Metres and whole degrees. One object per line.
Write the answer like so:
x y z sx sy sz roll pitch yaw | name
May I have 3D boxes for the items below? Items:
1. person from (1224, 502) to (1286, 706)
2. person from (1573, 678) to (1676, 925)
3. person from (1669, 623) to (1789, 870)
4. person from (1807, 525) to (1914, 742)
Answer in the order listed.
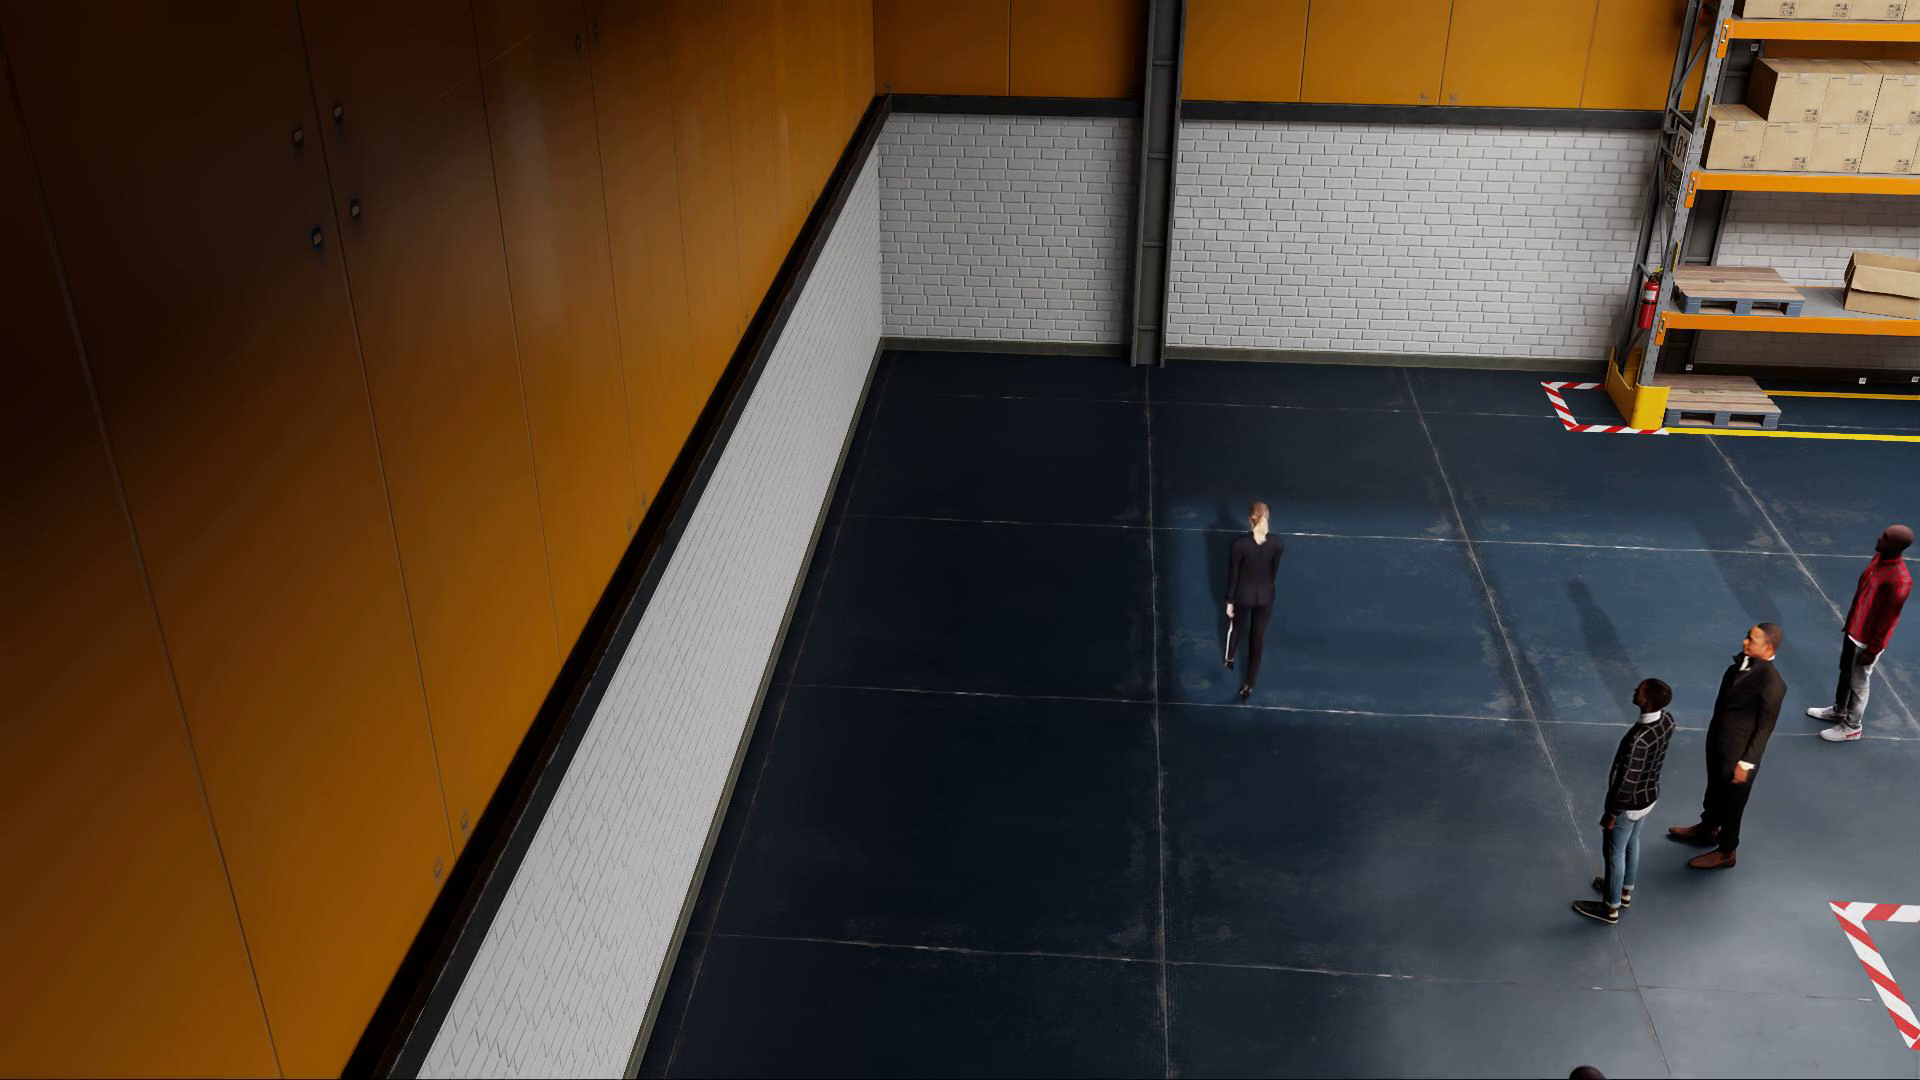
2.321 0.543 13.094 0.832 1.677 0.706 0 29 0 | person
4.387 1.688 10.846 0.781 1.821 0.746 25 38 38 | person
5.295 1.381 11.322 0.606 1.904 0.699 1 29 2 | person
6.929 0.687 12.682 0.575 1.820 0.680 4 29 8 | person
